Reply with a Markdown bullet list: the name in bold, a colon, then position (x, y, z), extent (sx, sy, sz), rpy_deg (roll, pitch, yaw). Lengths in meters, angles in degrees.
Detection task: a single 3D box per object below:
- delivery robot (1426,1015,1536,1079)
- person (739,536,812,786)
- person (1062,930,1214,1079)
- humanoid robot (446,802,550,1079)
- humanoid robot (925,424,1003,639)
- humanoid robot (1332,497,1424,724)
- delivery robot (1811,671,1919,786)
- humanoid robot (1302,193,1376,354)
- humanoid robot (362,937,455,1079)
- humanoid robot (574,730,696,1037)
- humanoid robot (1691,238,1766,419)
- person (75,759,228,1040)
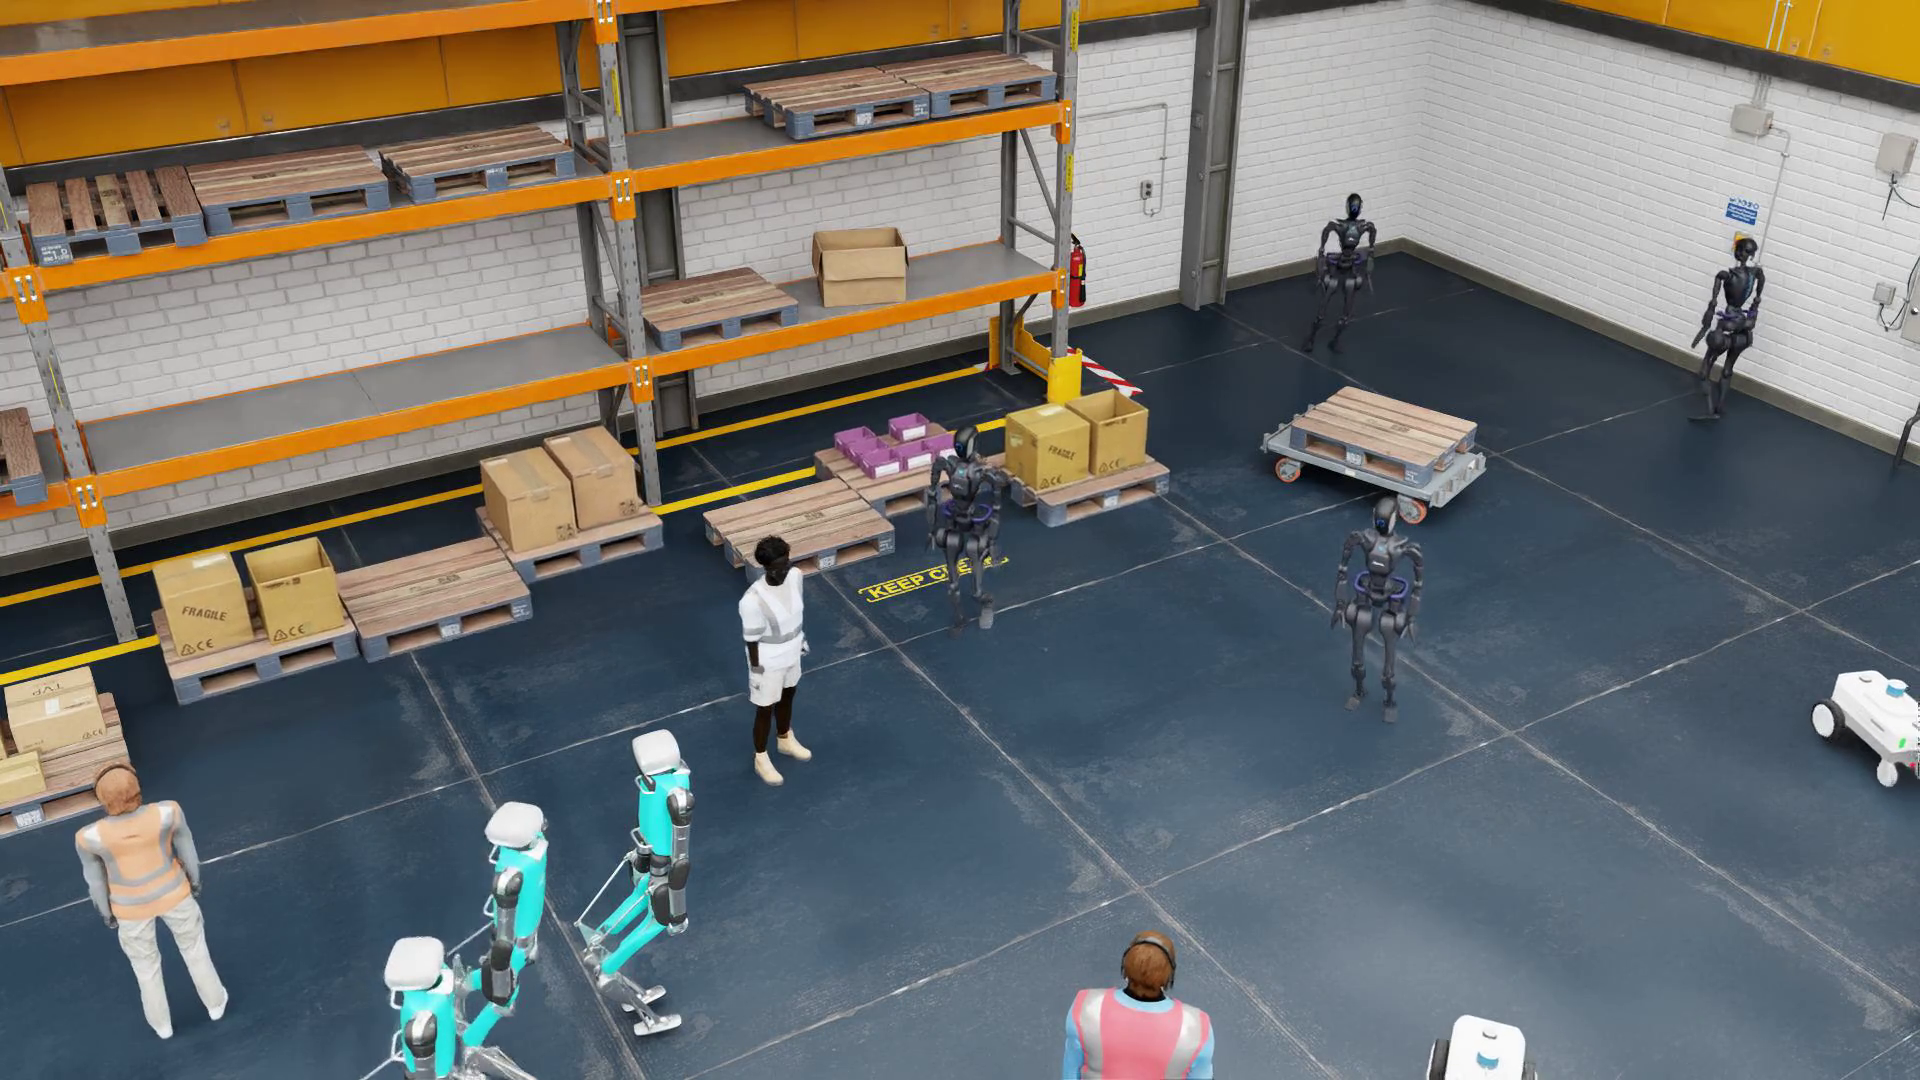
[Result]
- **delivery robot**: position (2.501, 2.659, 7.996), extent (0.499, 0.614, 0.812), rpy_deg (10, 31, 18)
- **person**: position (-1.128, 0.712, 10.264), extent (0.321, 1.690, 0.545), rpy_deg (19, 34, 30)
- **person**: position (0.751, 2.413, 7.119), extent (0.633, 1.832, 0.429), rpy_deg (5, 30, 10)
- **humanoid robot**: position (-2.306, 2.004, 7.946), extent (0.867, 1.761, 0.540), rpy_deg (2, 30, 3)
- **humanoid robot**: position (0.040, -0.069, 11.660), extent (0.589, 1.645, 0.405), rpy_deg (11, 31, 19)
- **humanoid robot**: position (2.722, 0.434, 10.779), extent (0.589, 1.634, 0.370), rpy_deg (13, 32, 22)
- **delivery robot**: position (5.904, 1.161, 10.635), extent (0.499, 0.601, 0.805), rpy_deg (-5, 30, -9)
- **humanoid robot**: position (3.713, -2.584, 16.130), extent (0.592, 1.641, 0.395), rpy_deg (-1, 29, -2)
- **humanoid robot**: position (-2.467, 2.442, 7.181), extent (0.902, 1.768, 0.568), rpy_deg (-5, 30, -8)
- **humanoid robot**: position (-1.655, 1.760, 8.273), extent (0.750, 1.697, 0.530), rpy_deg (-16, 33, -26)
- **humanoid robot**: position (6.893, -1.867, 14.848), extent (0.589, 1.637, 0.441), rpy_deg (-10, 31, -17)
- **person**: position (-4.068, 1.817, 8.372), extent (0.508, 1.629, 0.315), rpy_deg (-18, 34, -28)
